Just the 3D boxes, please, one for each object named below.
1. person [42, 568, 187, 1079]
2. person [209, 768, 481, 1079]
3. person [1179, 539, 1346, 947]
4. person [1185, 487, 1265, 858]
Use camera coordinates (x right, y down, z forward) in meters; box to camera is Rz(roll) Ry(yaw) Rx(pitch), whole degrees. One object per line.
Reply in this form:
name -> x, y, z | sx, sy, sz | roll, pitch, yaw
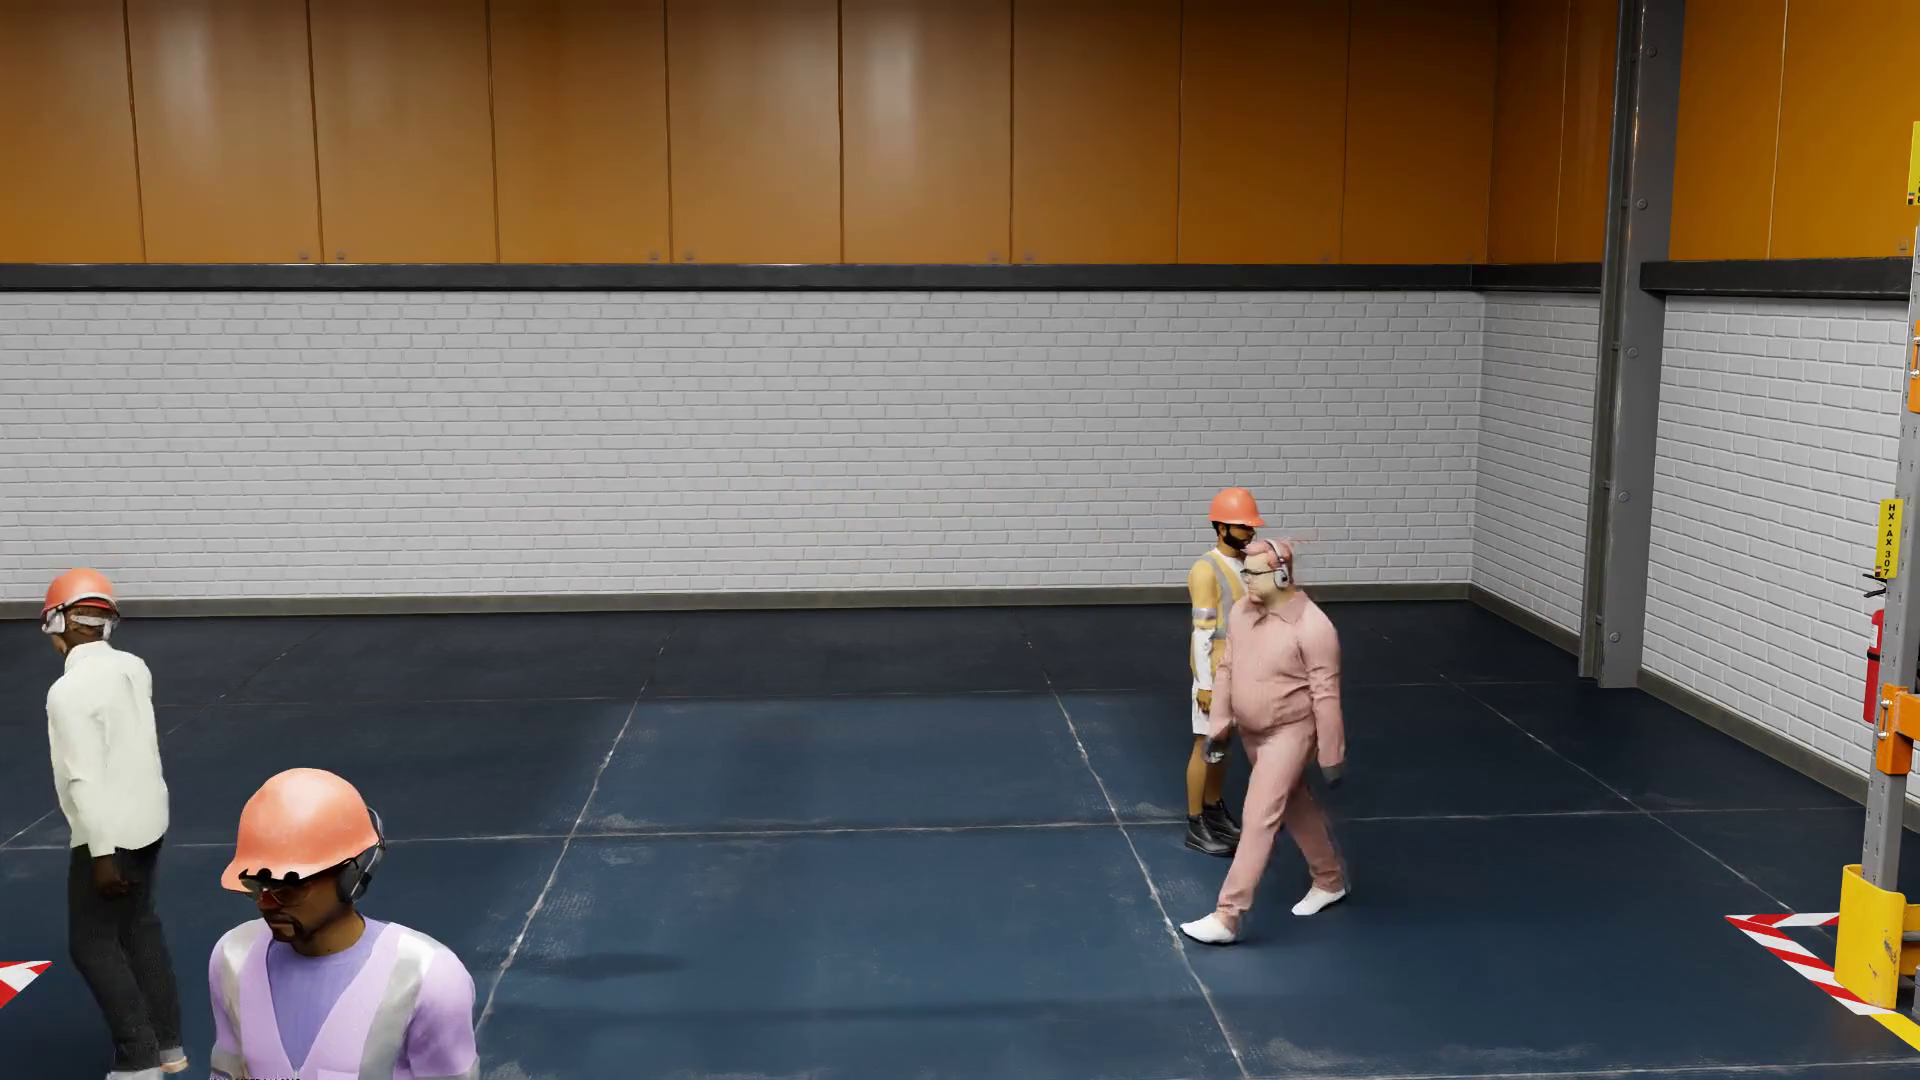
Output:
person -> -3.181, 1.081, 6.224 | 0.512, 1.948, 0.667 | 0, 9, 0
person -> -1.310, 1.466, 3.506 | 0.612, 2.041, 0.394 | 2, 9, 13
person -> 1.436, 0.906, 7.655 | 1.045, 1.845, 0.632 | -4, 10, -24
person -> 1.409, 0.681, 8.762 | 0.379, 1.937, 0.548 | 6, 11, 33
